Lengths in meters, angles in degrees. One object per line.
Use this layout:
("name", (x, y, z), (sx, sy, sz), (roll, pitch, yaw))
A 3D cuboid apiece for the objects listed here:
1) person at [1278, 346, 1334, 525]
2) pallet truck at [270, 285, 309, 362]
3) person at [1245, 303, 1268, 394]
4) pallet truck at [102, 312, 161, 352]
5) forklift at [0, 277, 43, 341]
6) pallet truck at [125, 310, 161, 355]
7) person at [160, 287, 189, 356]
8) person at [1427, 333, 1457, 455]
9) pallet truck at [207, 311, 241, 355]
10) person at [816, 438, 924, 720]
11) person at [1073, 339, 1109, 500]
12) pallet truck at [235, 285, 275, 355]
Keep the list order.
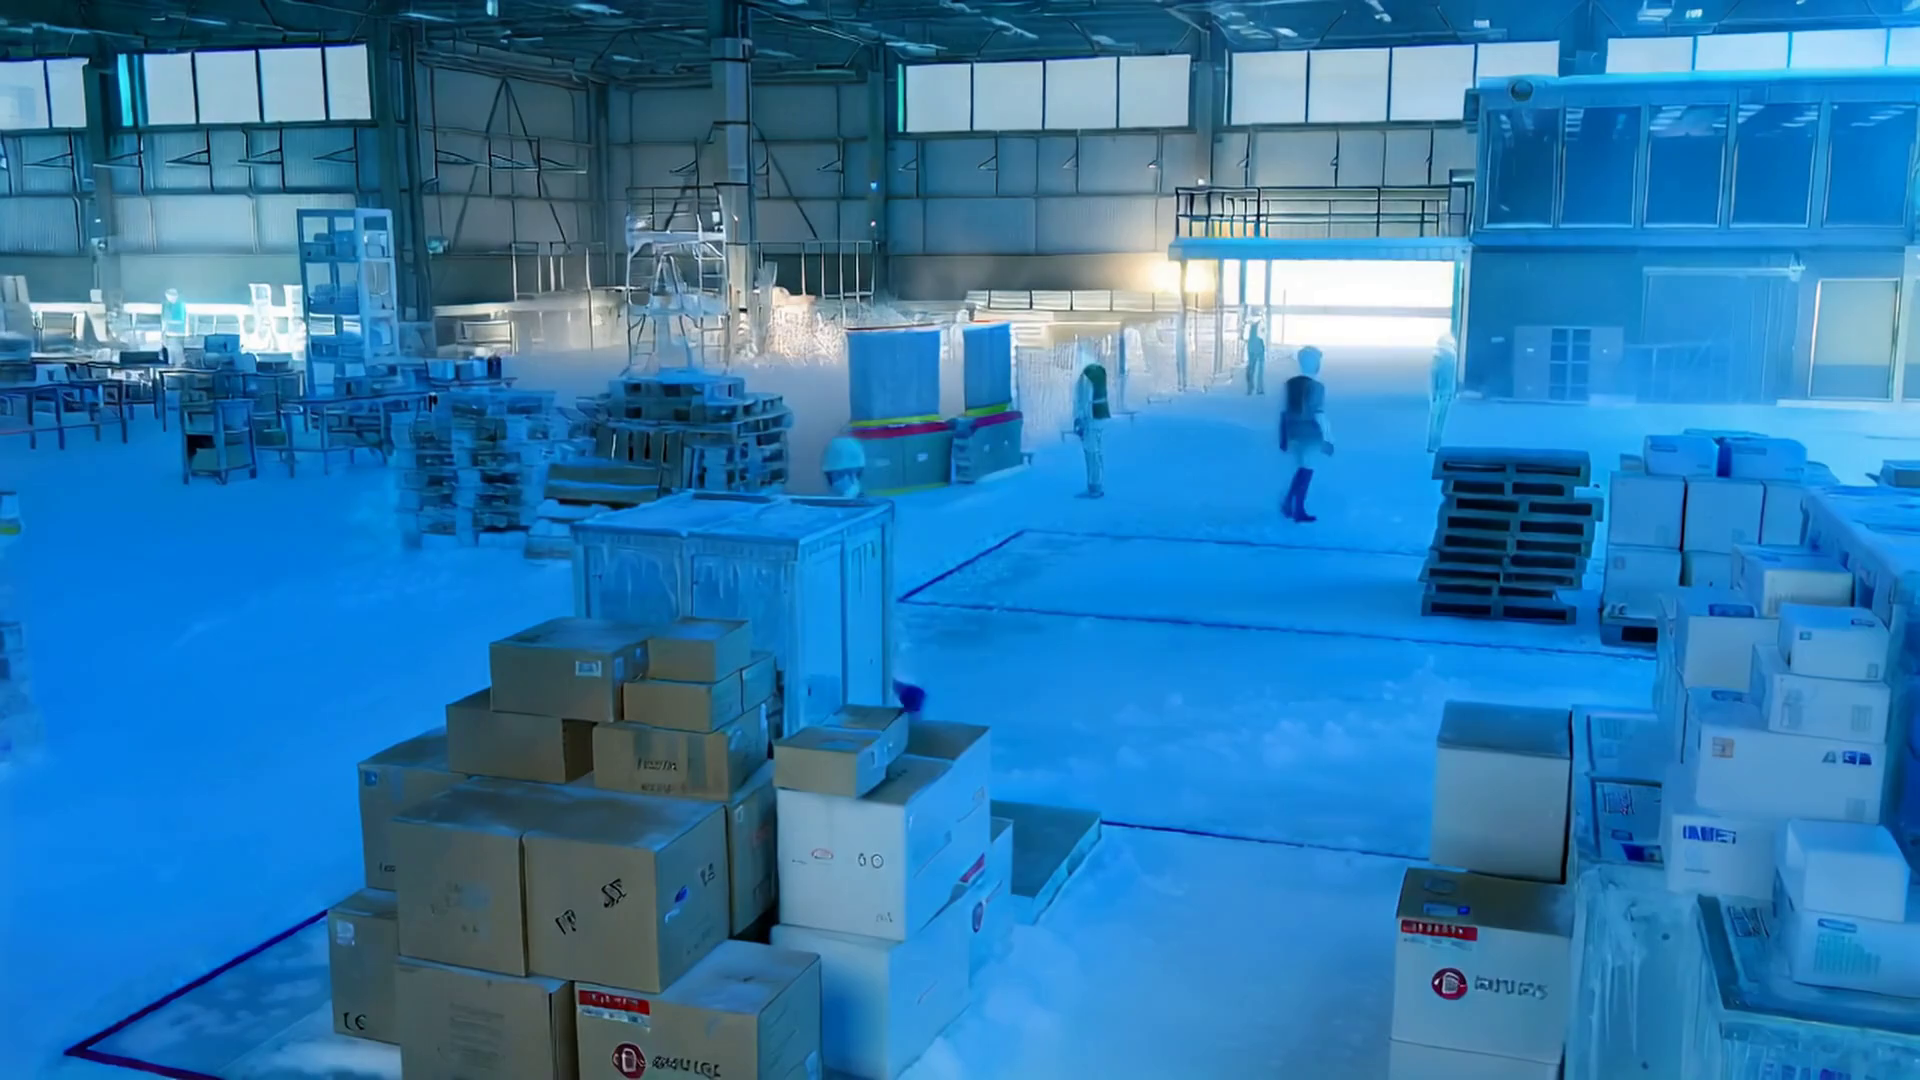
("person", (3.765, -1.126, 18.032), (0.420, 1.949, 0.614), (-5, 11, -24))
("pallet truck", (-17.147, -5.700, 43.663), (0.823, 1.965, 1.885), (3, 11, 17))
("person", (6.048, -3.889, 33.892), (0.506, 1.847, 0.345), (8, 13, 39))
("pallet truck", (-23.057, -5.777, 46.261), (0.680, 1.201, 1.601), (3, 11, 19))
("forklift", (-27.151, -6.329, 46.328), (1.157, 1.987, 2.680), (3, 11, 17))
("pallet truck", (-22.038, -5.665, 45.457), (0.704, 1.261, 1.522), (3, 11, 17))
("person", (-18.450, -4.912, 39.090), (0.605, 2.045, 0.385), (-8, 13, -38))
("person", (7.027, -2.126, 24.183), (0.327, 1.769, 0.525), (10, 14, 44))
("pallet truck", (-19.537, -5.575, 44.913), (0.653, 1.274, 1.630), (3, 11, 19))
("person", (-0.571, 0.339, 9.873), (0.637, 1.918, 0.565), (-7, 12, -33))
("person", (1.579, -1.435, 19.875), (0.370, 1.914, 0.597), (4, 11, 23))
("pallet truck", (-18.327, -5.835, 44.421), (0.823, 1.965, 1.885), (4, 11, 23))
